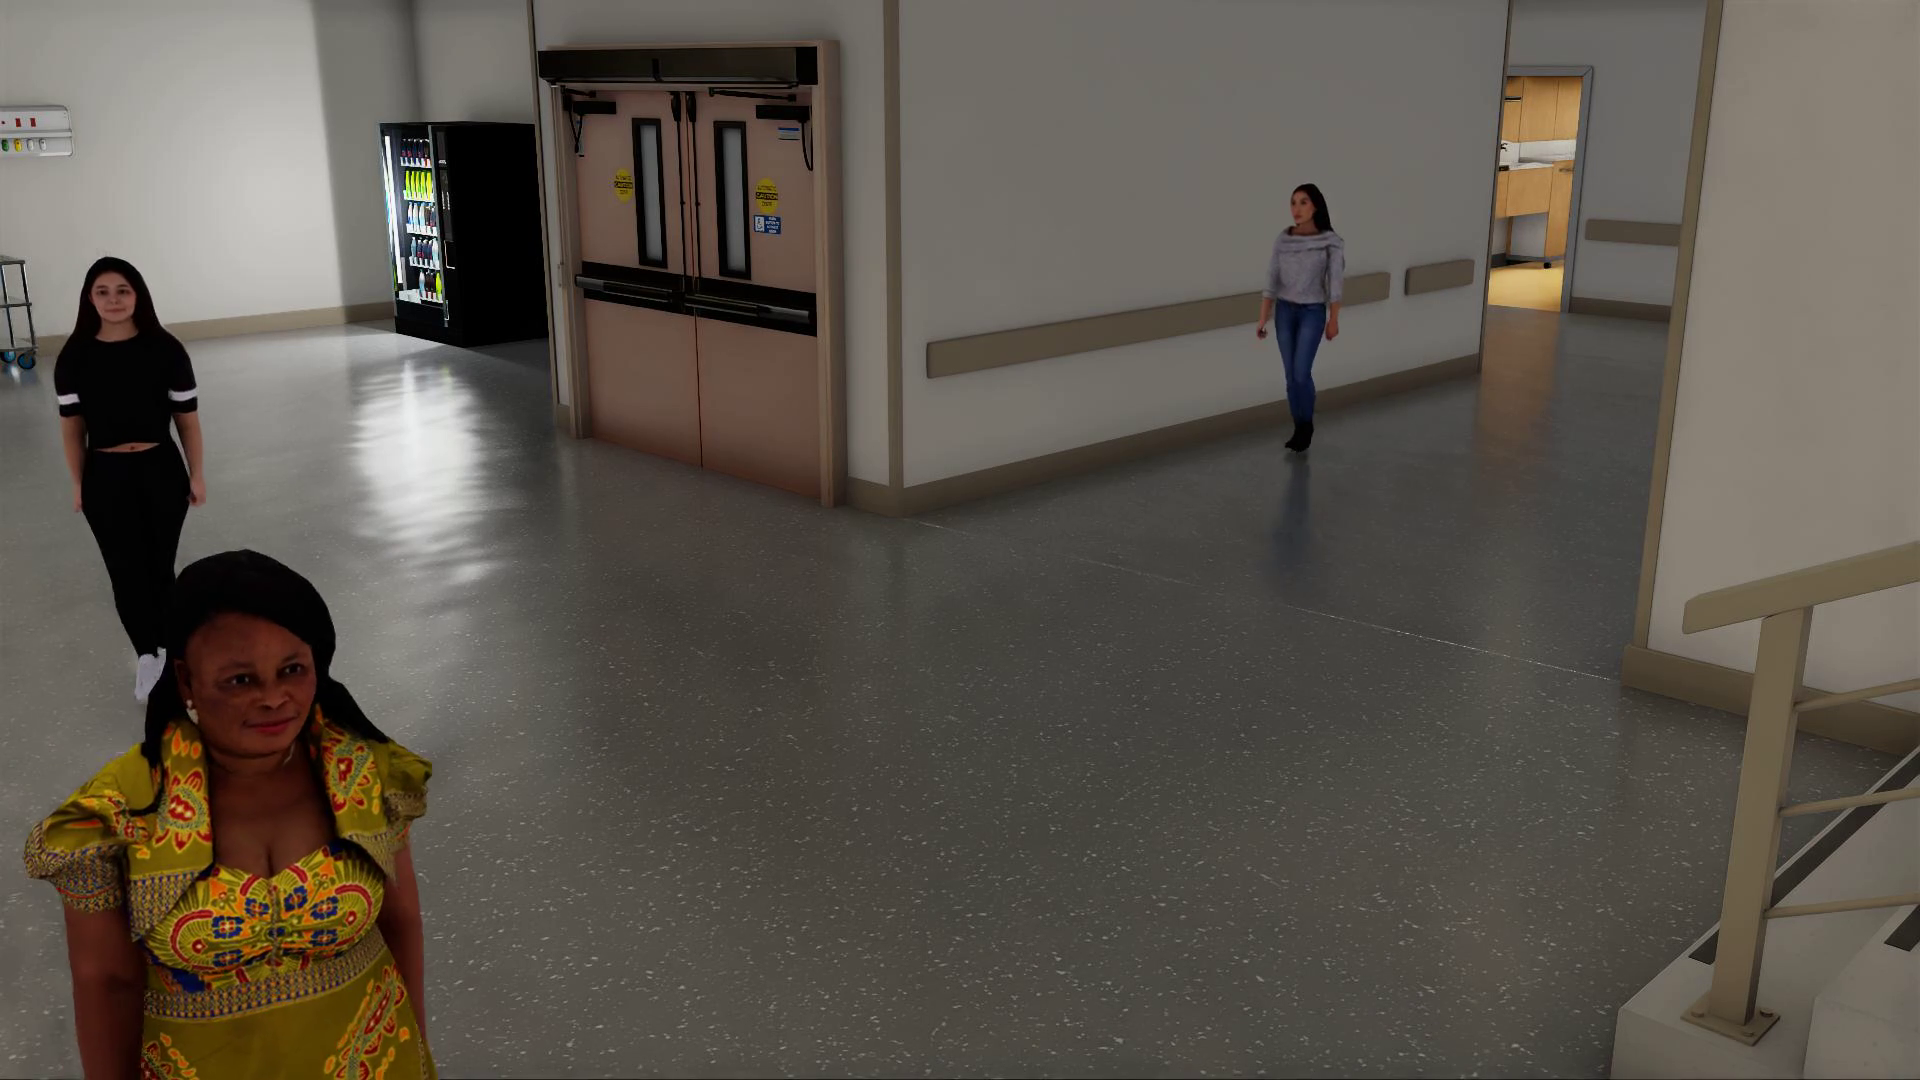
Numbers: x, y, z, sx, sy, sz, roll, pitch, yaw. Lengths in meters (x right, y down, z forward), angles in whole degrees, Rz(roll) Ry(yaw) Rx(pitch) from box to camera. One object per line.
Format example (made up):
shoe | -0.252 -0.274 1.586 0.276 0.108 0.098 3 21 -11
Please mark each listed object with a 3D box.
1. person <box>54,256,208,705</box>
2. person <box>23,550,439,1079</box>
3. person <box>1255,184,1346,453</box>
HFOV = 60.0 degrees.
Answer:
person | -3.060 -0.237 6.170 0.686 1.629 0.724 -9 18 -29
person | -1.041 0.801 2.457 0.744 1.647 0.910 -13 20 -38
person | 2.111 -1.342 10.120 0.552 1.613 0.684 13 20 39
